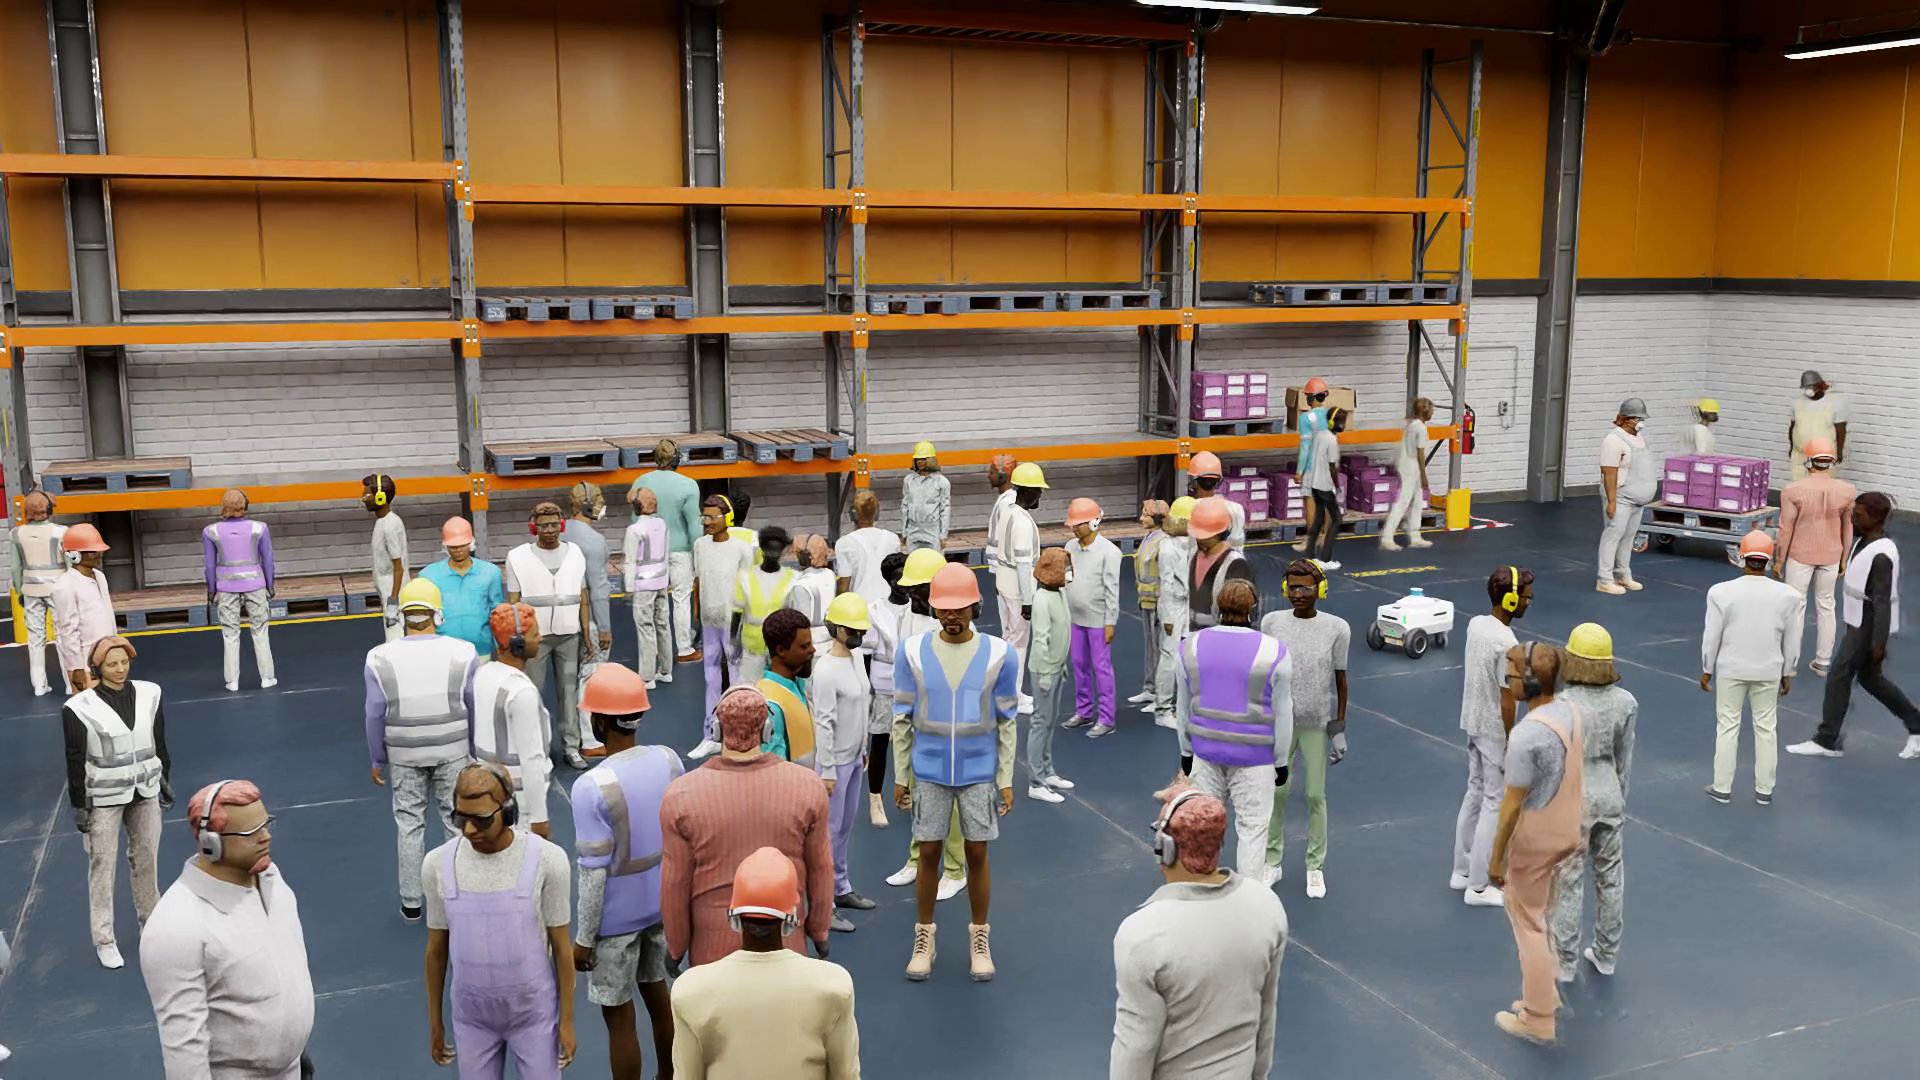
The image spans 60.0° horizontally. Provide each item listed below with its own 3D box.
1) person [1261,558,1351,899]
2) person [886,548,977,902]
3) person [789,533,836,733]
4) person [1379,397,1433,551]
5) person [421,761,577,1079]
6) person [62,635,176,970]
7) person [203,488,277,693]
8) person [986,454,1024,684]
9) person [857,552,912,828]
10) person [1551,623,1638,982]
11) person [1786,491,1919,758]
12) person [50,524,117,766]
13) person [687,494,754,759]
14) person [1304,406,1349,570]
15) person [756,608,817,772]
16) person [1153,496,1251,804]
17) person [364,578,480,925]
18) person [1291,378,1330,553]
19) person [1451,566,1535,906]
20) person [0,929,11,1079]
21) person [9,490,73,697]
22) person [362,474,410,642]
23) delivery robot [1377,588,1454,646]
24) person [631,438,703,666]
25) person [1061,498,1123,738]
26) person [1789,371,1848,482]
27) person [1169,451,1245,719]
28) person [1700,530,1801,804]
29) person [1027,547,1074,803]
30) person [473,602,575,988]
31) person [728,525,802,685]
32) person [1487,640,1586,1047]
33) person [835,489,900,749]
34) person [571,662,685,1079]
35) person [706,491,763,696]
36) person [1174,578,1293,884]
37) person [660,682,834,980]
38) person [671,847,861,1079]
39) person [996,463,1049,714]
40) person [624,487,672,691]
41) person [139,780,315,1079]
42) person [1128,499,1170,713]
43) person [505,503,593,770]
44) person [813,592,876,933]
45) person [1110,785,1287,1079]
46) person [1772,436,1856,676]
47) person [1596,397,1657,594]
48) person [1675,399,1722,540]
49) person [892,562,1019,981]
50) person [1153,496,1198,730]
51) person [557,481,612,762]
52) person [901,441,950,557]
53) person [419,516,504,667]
[{"bbox_3d":[1.849,1.015,9.058,0.524,1.871,0.325,4,10,20],"label":"person"},{"bbox_3d":[-0.163,0.992,9.027,0.594,1.925,0.377,9,14,43],"label":"person"},{"bbox_3d":[-0.982,0.761,11.183,0.306,1.640,0.523,3,10,19],"label":"person"},{"bbox_3d":[5.270,-0.771,19.580,0.684,1.810,0.525,0,10,2],"label":"person"},{"bbox_3d":[-1.559,1.626,5.655,0.516,1.835,0.358,0,10,1],"label":"person"},{"bbox_3d":[-4.147,1.273,8.233,0.305,1.640,0.522,6,12,31],"label":"person"},{"bbox_3d":[-5.727,0.401,13.258,0.511,1.640,0.308,-4,10,-20],"label":"person"},{"bbox_3d":[0.379,0.237,13.496,0.337,1.882,0.585,1,10,7],"label":"person"},{"bbox_3d":[-0.373,0.907,10.179,0.540,1.696,0.315,-5,11,-27],"label":"person"},{"bbox_3d":[2.998,1.257,8.023,0.485,1.744,0.308,-2,10,-13],"label":"person"},{"bbox_3d":[6.298,0.594,11.443,0.899,1.892,0.599,3,10,19],"label":"person"},{"bbox_3d":[-5.668,0.759,10.868,0.326,1.752,0.563,-1,10,-5],"label":"person"},{"bbox_3d":[-1.631,0.605,11.417,0.521,1.873,0.334,5,11,27],"label":"person"},{"bbox_3d":[4.043,-0.558,18.253,0.422,1.835,0.519,-1,10,-5],"label":"person"},{"bbox_3d":[-0.806,1.248,7.576,0.392,1.919,0.591,0,10,-2],"label":"person"},{"bbox_3d":[1.673,0.695,10.510,0.780,2.006,0.625,-5,11,-27],"label":"person"},{"bbox_3d":[-2.779,1.101,8.699,0.602,1.819,0.404,-3,10,-17],"label":"person"},{"bbox_3d":[4.125,-0.868,19.407,0.606,2.044,0.374,-8,13,-38],"label":"person"},{"bbox_3d":[2.868,1.048,8.924,0.344,1.856,0.525,-1,10,-7],"label":"person"},{"bbox_3d":[-4.202,1.510,6.920,0.347,1.622,0.509,2,10,9],"label":"person"},{"bbox_3d":[-7.176,0.429,13.091,0.512,1.642,0.312,0,10,-2],"label":"person"},{"bbox_3d":[-4.259,0.435,12.414,0.317,1.865,0.523,-4,11,-22],"label":"person"},{"bbox_3d":[4.000,0.665,14.591,0.707,0.478,0.477,-7,12,-35],"label":"delivery robot"},{"bbox_3d":[-2.461,0.106,14.096,0.636,1.938,0.358,3,10,17],"label":"person"},{"bbox_3d":[0.922,0.552,12.111,0.354,1.737,0.574,-8,13,-38],"label":"person"},{"bbox_3d":[11.126,-1.242,21.571,0.729,2.000,0.727,8,13,38],"label":"person"},{"bbox_3d":[1.797,0.360,12.327,0.605,2.045,0.378,-3,10,-17],"label":"person"},{"bbox_3d":[5.005,0.807,10.587,0.563,1.752,0.341,2,10,12],"label":"person"},{"bbox_3d":[0.589,0.848,10.697,0.282,1.634,0.498,3,10,18],"label":"person"},{"bbox_3d":[-2.087,1.223,7.826,0.354,1.881,0.576,-7,12,-36],"label":"person"},{"bbox_3d":[-1.290,0.704,11.375,0.549,1.679,0.617,1,10,7],"label":"person"},{"bbox_3d":[2.524,1.331,7.354,0.530,1.825,0.438,-9,13,-42],"label":"person"},{"bbox_3d":[-0.656,0.556,11.771,0.517,1.843,0.325,-6,12,-31],"label":"person"},{"bbox_3d":[-1.312,1.429,6.477,0.361,1.938,0.545,6,11,29],"label":"person"},{"bbox_3d":[-1.691,0.468,12.705,0.540,1.695,0.317,0,10,-2],"label":"person"},{"bbox_3d":[1.421,1.109,8.649,0.623,1.837,0.431,6,11,30],"label":"person"},{"bbox_3d":[-0.805,1.476,6.298,0.652,1.906,0.402,-2,10,-14],"label":"person"},{"bbox_3d":[-0.577,1.775,5.010,0.565,1.751,0.330,-1,10,-6],"label":"person"},{"bbox_3d":[0.474,0.366,12.658,0.396,1.920,0.587,-1,10,-7],"label":"person"},{"bbox_3d":[-2.503,0.387,13.356,0.311,1.635,0.514,4,11,23],"label":"person"},{"bbox_3d":[-2.208,1.670,5.175,0.406,1.911,0.637,1,10,5],"label":"person"},{"bbox_3d":[1.488,0.497,12.700,0.310,1.642,0.514,-2,10,-10],"label":"person"},{"bbox_3d":[-2.756,0.655,11.202,0.564,1.846,0.390,-6,11,-30],"label":"person"},{"bbox_3d":[-0.595,1.136,8.665,0.323,1.765,0.532,3,10,17],"label":"person"},{"bbox_3d":[0.683,1.683,5.104,0.653,1.906,0.405,-7,12,-35],"label":"person"},{"bbox_3d":[7.032,0.141,13.734,0.612,1.995,0.382,0,10,2],"label":"person"},{"bbox_3d":[6.870,-0.465,17.094,0.684,2.000,0.535,-9,14,-43],"label":"person"},{"bbox_3d":[9.028,-0.830,20.096,0.851,1.729,0.539,8,13,39],"label":"person"},{"bbox_3d":[-0.025,1.113,7.996,0.608,2.044,0.371,0,10,2],"label":"person"},{"bbox_3d":[1.628,0.529,12.255,0.327,1.733,0.486,5,11,29],"label":"person"},{"bbox_3d":[-2.595,0.556,11.505,0.356,1.938,0.633,-8,13,-38],"label":"person"},{"bbox_3d":[-0.333,-0.062,15.626,0.486,1.744,0.294,4,11,20],"label":"person"},{"bbox_3d":[-3.333,0.705,11.177,0.564,1.752,0.339,-4,11,-21],"label":"person"}]
